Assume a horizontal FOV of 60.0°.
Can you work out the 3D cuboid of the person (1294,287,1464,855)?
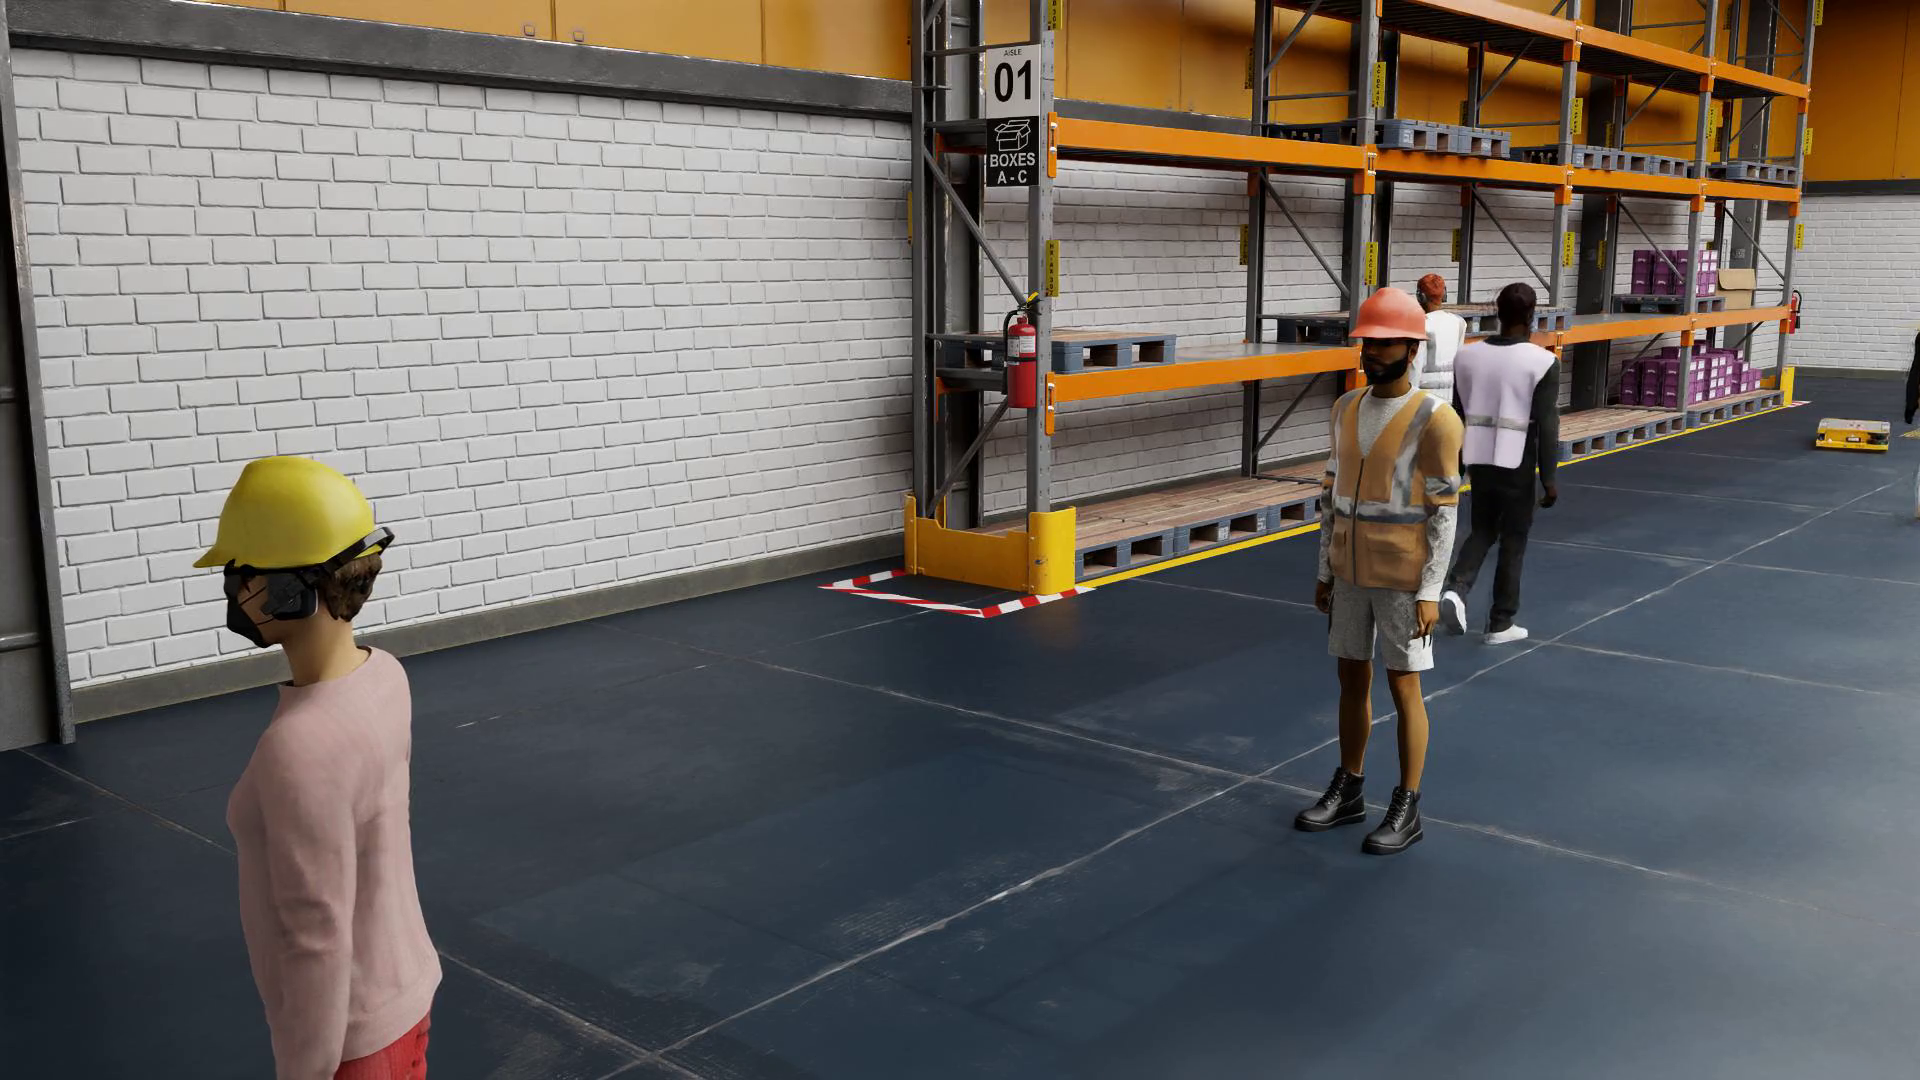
[{"bbox_3d":[1.447,0.107,5.753,0.352,1.942,0.545,-8,12,-37],"label":"person"}]

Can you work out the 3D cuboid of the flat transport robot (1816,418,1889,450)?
[{"bbox_3d":[9.393,-1.118,17.484,0.652,0.197,1.431,5,11,28],"label":"flat transport robot"}]

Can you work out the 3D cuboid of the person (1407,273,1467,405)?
[{"bbox_3d":[3.530,-1.047,12.481,0.572,1.886,0.354,-6,12,-32],"label":"person"}]

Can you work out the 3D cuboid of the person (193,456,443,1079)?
[{"bbox_3d":[-0.980,0.748,2.603,0.311,1.768,0.532,-1,10,-7],"label":"person"}]

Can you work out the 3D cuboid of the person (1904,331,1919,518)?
[{"bbox_3d":[7.450,-0.995,12.395,0.672,1.812,0.644,-7,12,-35],"label":"person"}]

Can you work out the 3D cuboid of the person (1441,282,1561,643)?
[{"bbox_3d":[2.796,-0.381,8.646,0.533,1.902,0.608,-9,13,-41],"label":"person"}]
